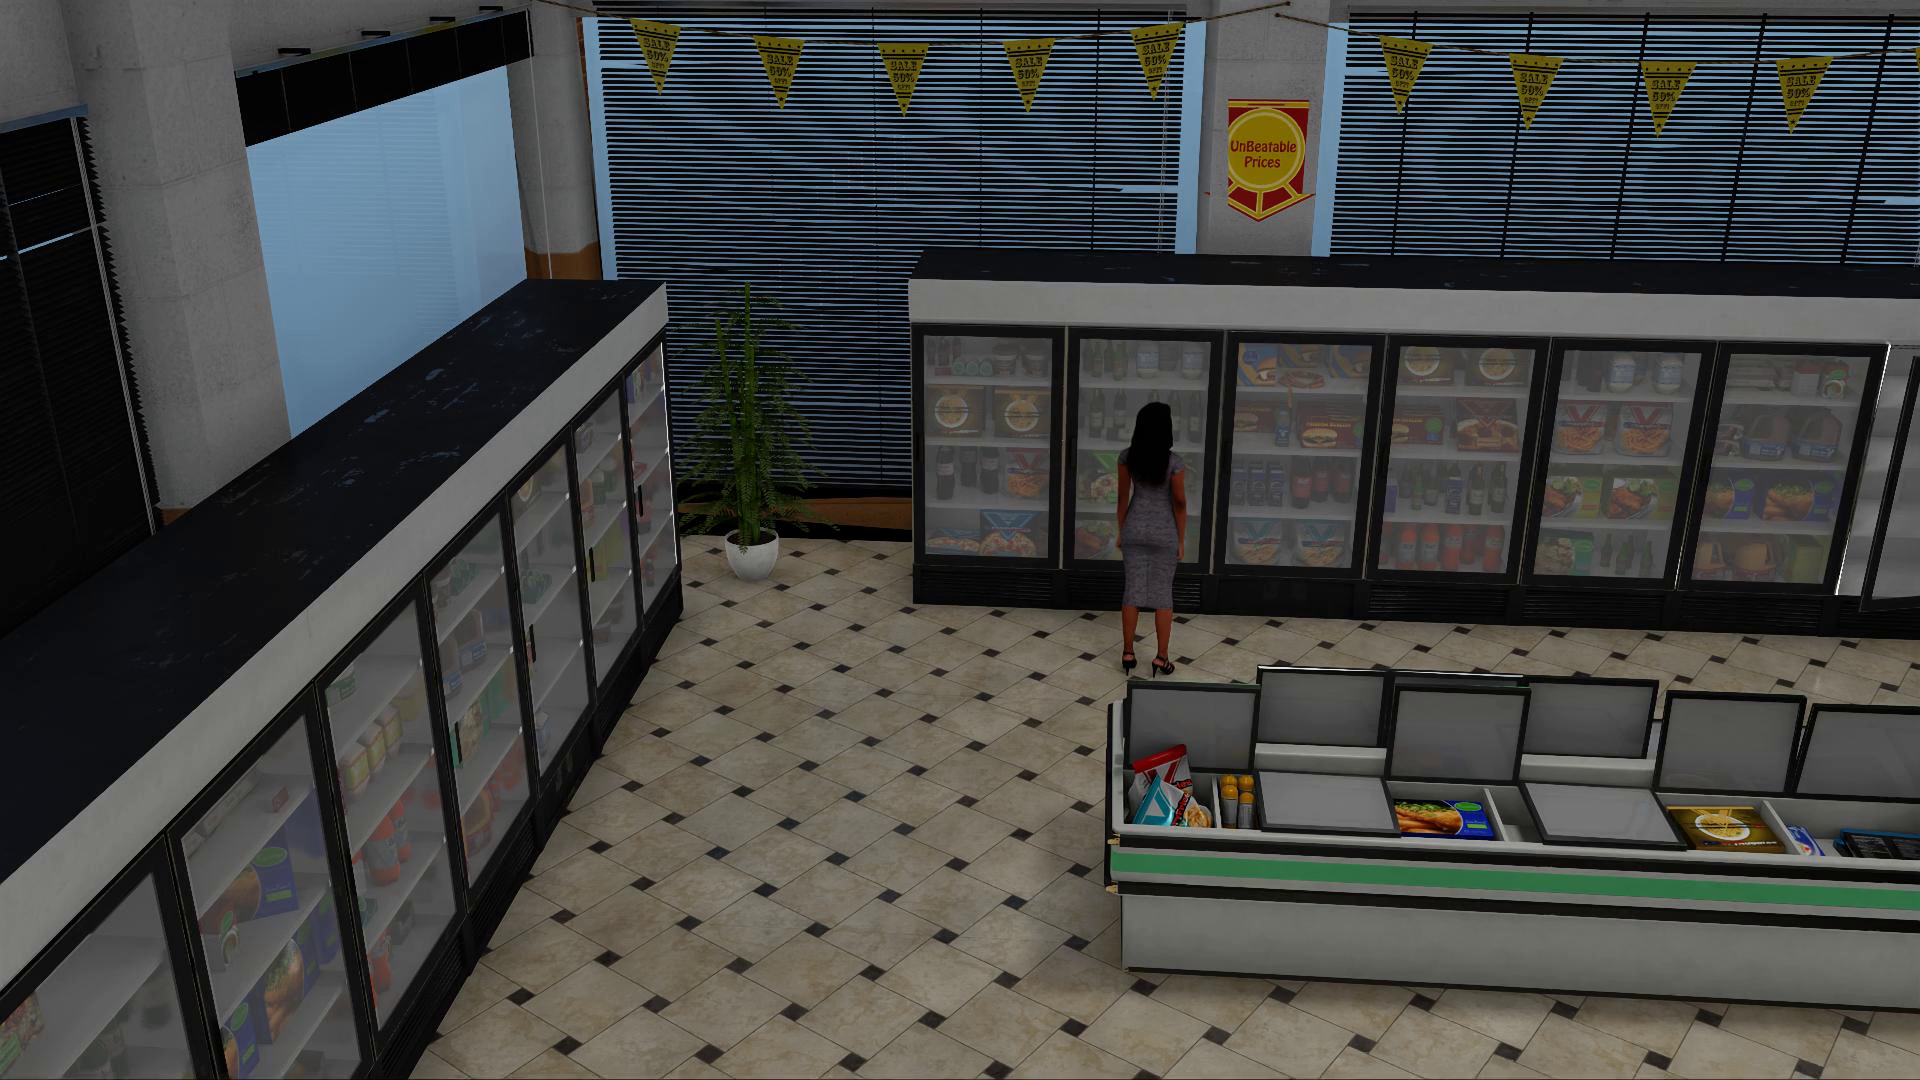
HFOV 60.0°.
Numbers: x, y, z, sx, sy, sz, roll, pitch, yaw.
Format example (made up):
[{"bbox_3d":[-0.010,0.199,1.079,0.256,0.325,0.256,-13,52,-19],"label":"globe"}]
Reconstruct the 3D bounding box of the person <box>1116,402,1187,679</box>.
[{"bbox_3d":[1.172,0.005,10.283,0.573,1.781,0.711,9,24,21],"label":"person"}]
